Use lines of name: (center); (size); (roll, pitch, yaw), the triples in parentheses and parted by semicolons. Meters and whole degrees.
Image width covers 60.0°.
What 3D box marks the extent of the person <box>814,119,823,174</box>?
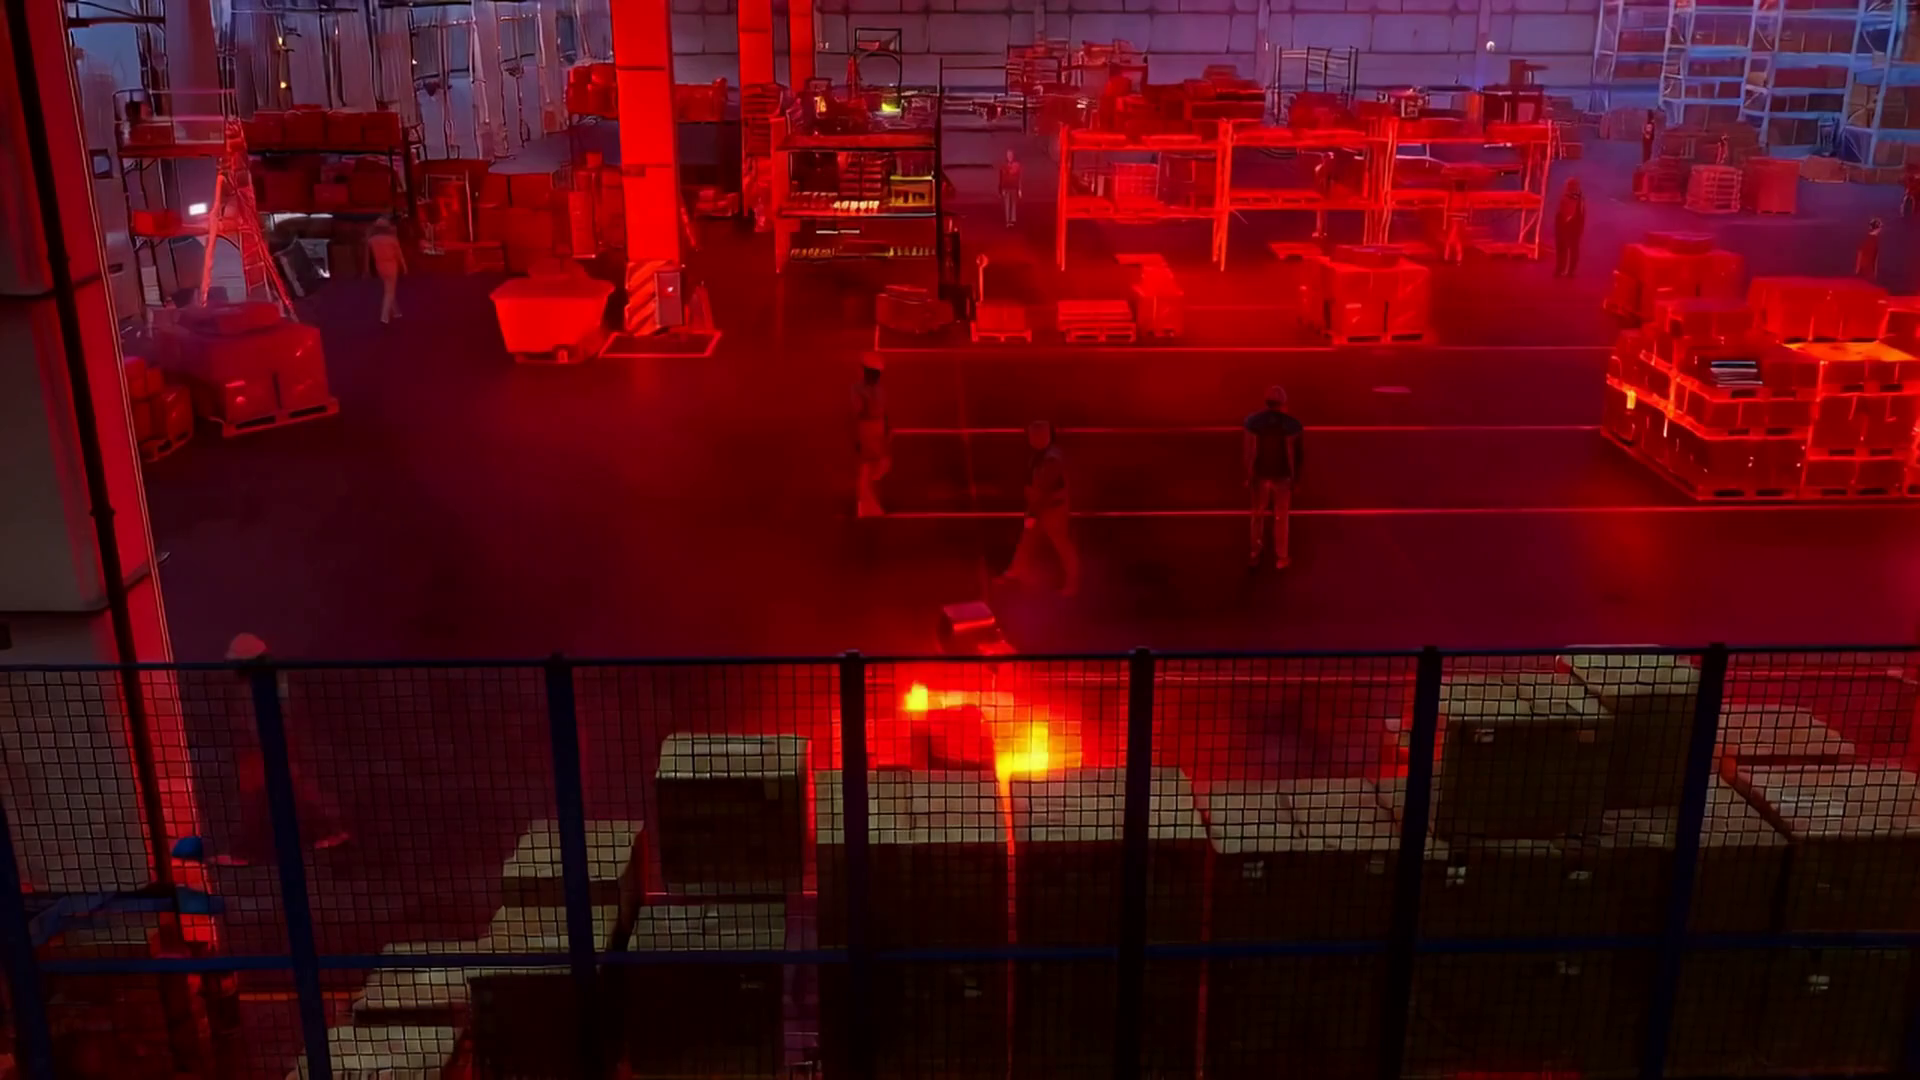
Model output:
person: (-4.489, -12.417, 52.530); (0.321, 1.696, 0.537); (-2, 19, -6)

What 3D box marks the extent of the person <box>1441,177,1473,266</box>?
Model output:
person: (10.643, -6.814, 35.623); (0.573, 1.883, 0.355); (10, 21, 27)

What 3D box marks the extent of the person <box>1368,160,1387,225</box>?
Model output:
person: (10.476, -8.713, 41.659); (0.442, 1.629, 0.554); (0, 19, -1)

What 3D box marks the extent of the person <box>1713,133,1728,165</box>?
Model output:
person: (22.314, -11.097, 48.745); (0.709, 1.604, 0.539); (18, 25, 42)

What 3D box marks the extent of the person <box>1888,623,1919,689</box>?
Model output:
person: (8.445, 0.473, 14.068); (0.531, 1.841, 0.801); (-9, 21, -25)

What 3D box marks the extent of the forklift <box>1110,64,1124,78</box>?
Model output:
forklift: (5.890, -16.579, 63.054); (1.873, 2.768, 1.129); (4, 19, 12)

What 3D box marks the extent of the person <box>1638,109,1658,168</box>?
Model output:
person: (22.390, -13.018, 53.988); (0.391, 1.912, 0.589); (-2, 19, -7)

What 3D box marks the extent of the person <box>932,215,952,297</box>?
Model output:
person: (-0.293, -5.095, 30.609); (0.503, 1.827, 0.643); (-3, 19, -8)

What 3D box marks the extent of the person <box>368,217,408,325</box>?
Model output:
person: (-10.240, -4.800, 29.659); (0.577, 1.879, 0.974); (3, 19, 10)

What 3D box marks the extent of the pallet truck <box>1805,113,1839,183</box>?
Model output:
pallet truck: (26.403, -11.957, 50.702); (0.823, 1.965, 1.885); (6, 19, 16)

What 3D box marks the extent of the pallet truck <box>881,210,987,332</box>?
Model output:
pallet truck: (-0.493, -4.759, 29.349); (1.885, 1.965, 0.823); (-13, 23, -34)

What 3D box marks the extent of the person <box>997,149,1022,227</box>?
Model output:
person: (1.231, -8.712, 41.198); (0.619, 1.911, 0.425); (0, 19, 1)

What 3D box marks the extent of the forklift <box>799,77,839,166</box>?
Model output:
forklift: (-4.644, -13.871, 55.021); (1.129, 2.768, 1.873); (2, 19, 5)

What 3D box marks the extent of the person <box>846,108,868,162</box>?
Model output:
person: (-3.529, -13.240, 54.725); (1.099, 1.872, 0.639); (-10, 21, -27)

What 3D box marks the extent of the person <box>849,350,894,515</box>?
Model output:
person: (-1.011, -1.230, 18.990); (0.557, 1.921, 0.415); (-16, 24, -39)

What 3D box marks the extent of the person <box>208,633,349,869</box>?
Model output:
person: (-4.760, 1.428, 11.455); (0.911, 1.701, 0.493); (-5, 19, -14)

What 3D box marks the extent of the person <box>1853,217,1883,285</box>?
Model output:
person: (16.372, -4.941, 30.125); (0.529, 1.849, 0.794); (-13, 23, -34)

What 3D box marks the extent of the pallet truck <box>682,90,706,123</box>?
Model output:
pallet truck: (-9.671, -15.907, 62.421); (0.823, 1.965, 1.885); (5, 19, 15)

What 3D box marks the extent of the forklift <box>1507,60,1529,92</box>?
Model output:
forklift: (22.288, -17.832, 66.770); (1.129, 2.768, 1.873); (-16, 24, -39)

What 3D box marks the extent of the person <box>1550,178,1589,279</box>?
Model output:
person: (12.473, -6.395, 34.137); (0.689, 2.000, 0.539); (-6, 20, -17)

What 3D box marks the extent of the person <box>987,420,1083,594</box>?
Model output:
person: (0.787, -0.314, 16.496); (0.981, 1.781, 0.626); (-3, 19, -8)

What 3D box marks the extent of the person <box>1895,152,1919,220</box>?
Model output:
person: (24.397, -9.079, 42.624); (0.322, 1.699, 0.535); (-14, 23, -35)

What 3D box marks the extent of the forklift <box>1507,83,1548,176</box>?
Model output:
forklift: (17.631, -12.825, 51.917); (1.129, 2.768, 1.873); (-1, 19, -1)

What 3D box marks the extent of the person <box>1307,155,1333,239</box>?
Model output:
person: (8.571, -8.135, 39.456); (0.375, 1.940, 0.627); (-6, 20, -19)

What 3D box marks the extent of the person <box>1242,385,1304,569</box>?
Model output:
person: (3.238, -0.654, 17.262); (0.627, 1.941, 0.371); (7, 20, 19)

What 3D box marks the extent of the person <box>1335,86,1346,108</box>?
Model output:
person: (14.975, -16.802, 65.217); (0.848, 1.899, 0.568); (6, 19, 16)
